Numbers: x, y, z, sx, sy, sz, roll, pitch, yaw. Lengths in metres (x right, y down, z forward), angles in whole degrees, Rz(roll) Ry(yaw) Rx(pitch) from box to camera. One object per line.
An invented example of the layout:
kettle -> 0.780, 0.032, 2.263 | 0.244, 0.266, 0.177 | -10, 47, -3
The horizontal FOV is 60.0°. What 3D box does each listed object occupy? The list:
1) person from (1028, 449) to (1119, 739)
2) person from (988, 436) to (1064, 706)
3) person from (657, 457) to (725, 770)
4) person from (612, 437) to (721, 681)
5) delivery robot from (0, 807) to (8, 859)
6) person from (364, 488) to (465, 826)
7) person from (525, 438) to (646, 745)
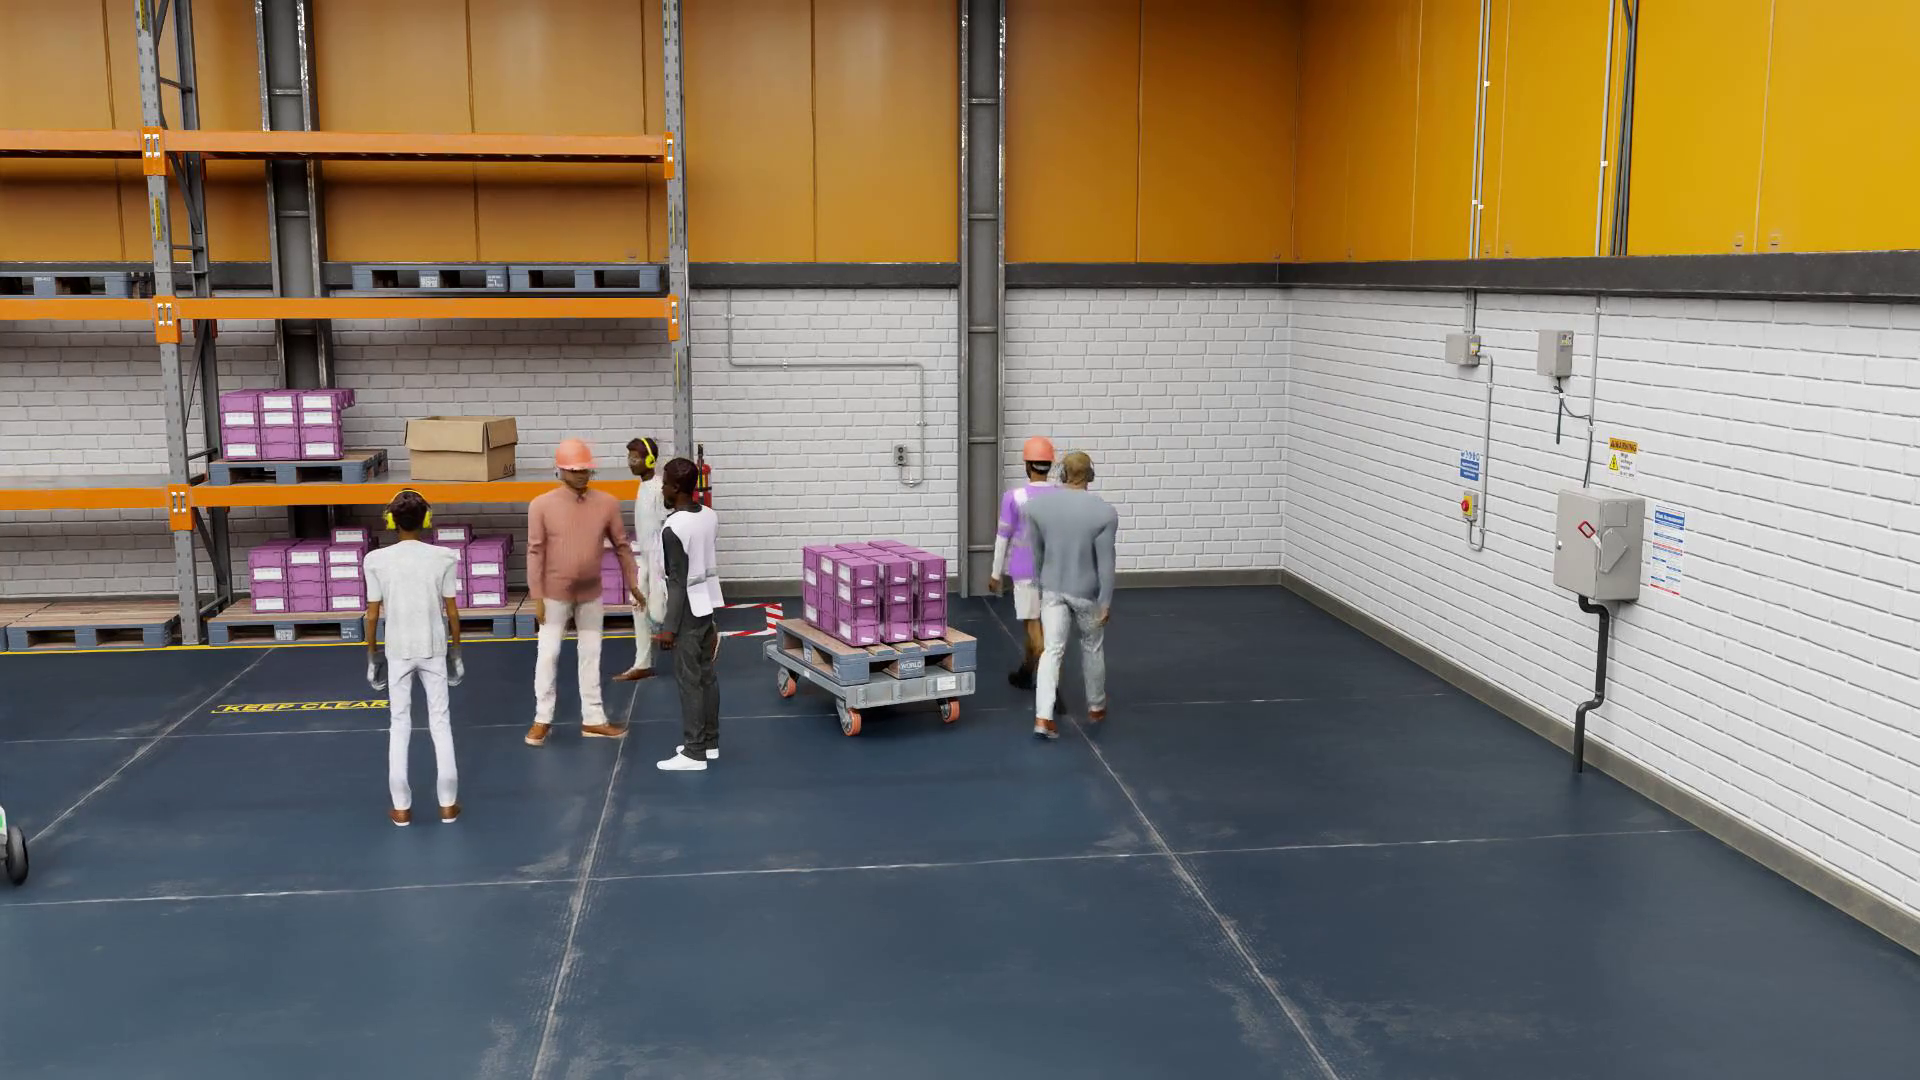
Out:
person -> 0.725, 0.349, 10.938 | 0.624, 1.896, 0.941 | 3, 10, 17
person -> 0.540, 0.217, 11.757 | 0.564, 1.896, 0.984 | -4, 10, -25
person -> -1.654, 0.452, 10.179 | 0.391, 1.920, 0.587 | 2, 9, 13
person -> -2.213, 0.140, 12.399 | 0.732, 1.840, 0.518 | -5, 10, -27
delivery robot -> -5.020, 1.385, 8.308 | 0.477, 0.478, 0.707 | -7, 12, -40
person -> -2.999, 0.645, 9.155 | 0.516, 1.866, 0.318 | -3, 9, -16
person -> -2.437, 0.330, 10.726 | 0.788, 1.995, 0.483 | -6, 11, -35
